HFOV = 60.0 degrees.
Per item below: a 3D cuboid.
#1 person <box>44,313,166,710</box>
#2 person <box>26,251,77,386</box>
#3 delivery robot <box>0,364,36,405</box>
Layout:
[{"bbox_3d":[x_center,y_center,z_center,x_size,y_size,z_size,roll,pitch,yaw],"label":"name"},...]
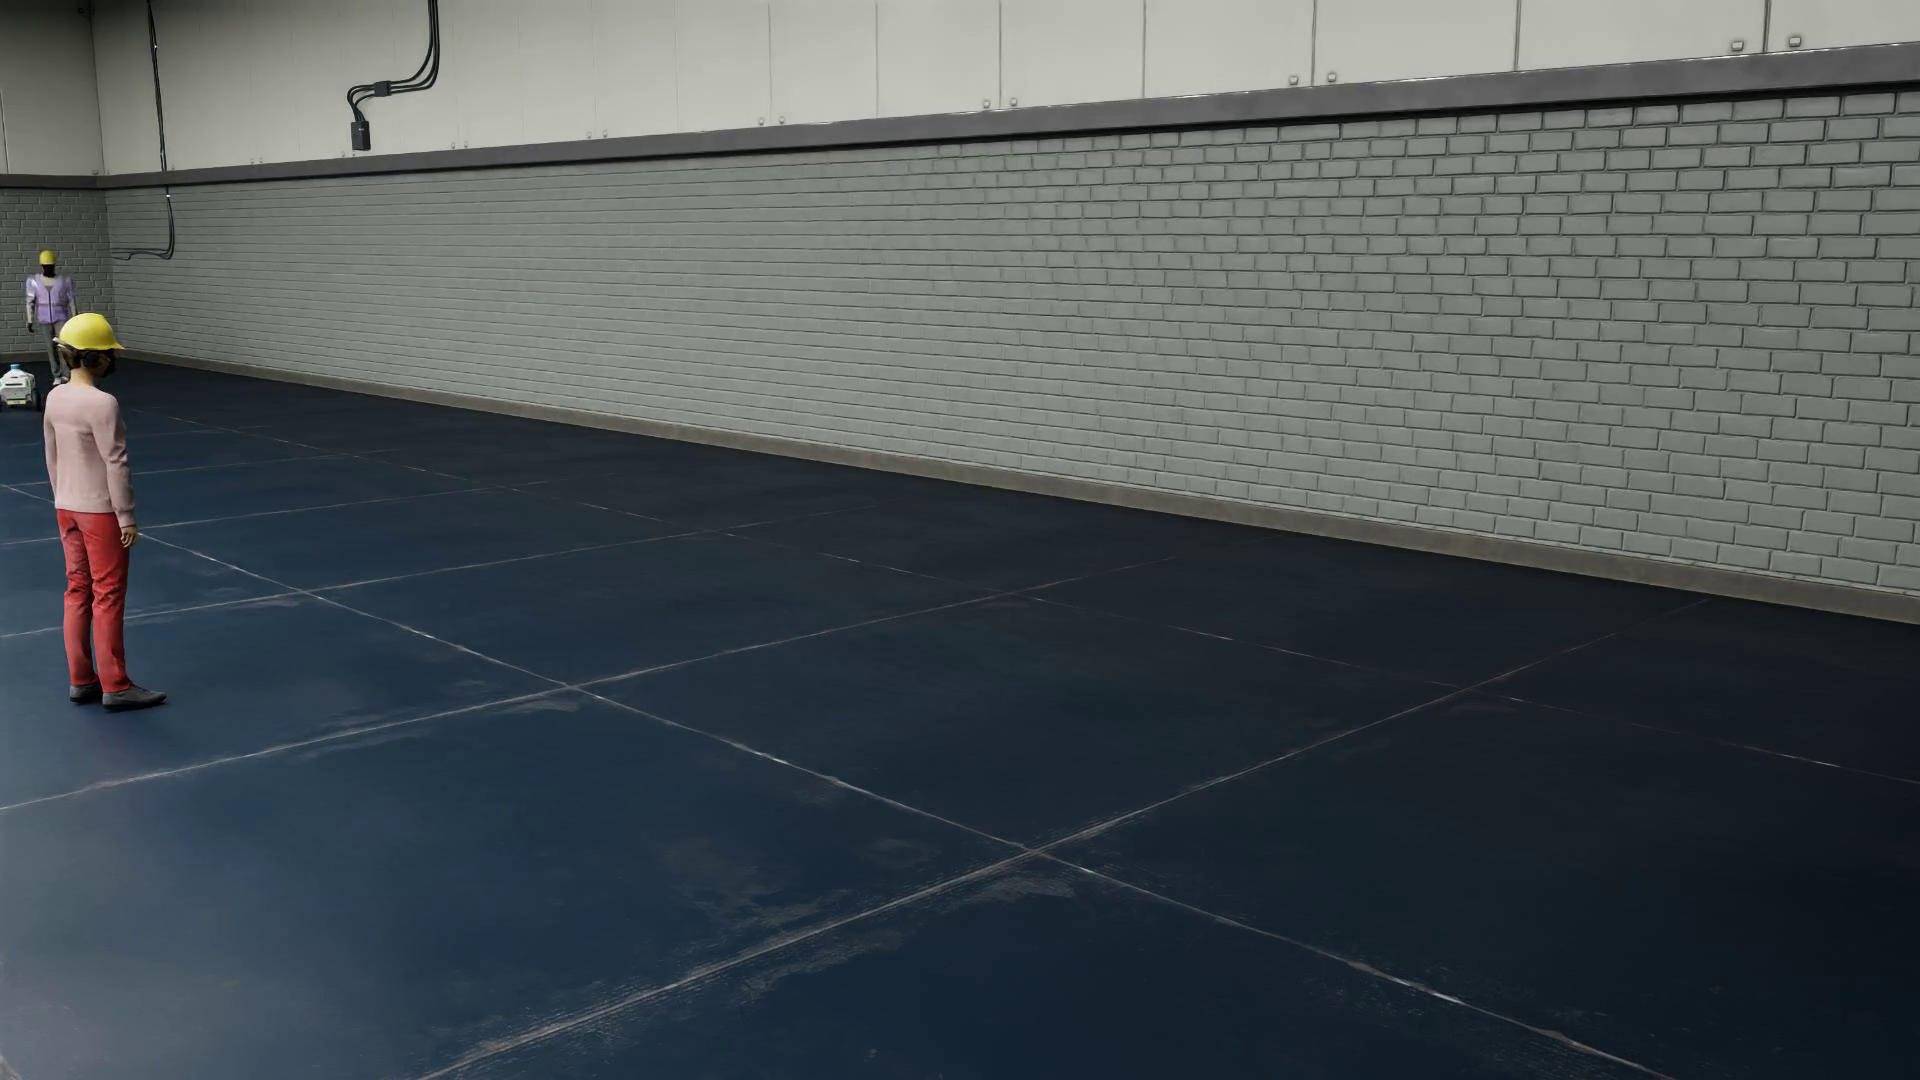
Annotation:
[{"bbox_3d":[-3.867,-0.129,7.481,0.533,1.767,0.326,7,12,33],"label":"person"},{"bbox_3d":[-12.686,-3.075,23.234,0.601,1.881,0.963,-4,11,-20],"label":"person"},{"bbox_3d":[-11.497,-1.898,20.274,0.477,0.478,0.707,-4,11,-24],"label":"delivery robot"}]
